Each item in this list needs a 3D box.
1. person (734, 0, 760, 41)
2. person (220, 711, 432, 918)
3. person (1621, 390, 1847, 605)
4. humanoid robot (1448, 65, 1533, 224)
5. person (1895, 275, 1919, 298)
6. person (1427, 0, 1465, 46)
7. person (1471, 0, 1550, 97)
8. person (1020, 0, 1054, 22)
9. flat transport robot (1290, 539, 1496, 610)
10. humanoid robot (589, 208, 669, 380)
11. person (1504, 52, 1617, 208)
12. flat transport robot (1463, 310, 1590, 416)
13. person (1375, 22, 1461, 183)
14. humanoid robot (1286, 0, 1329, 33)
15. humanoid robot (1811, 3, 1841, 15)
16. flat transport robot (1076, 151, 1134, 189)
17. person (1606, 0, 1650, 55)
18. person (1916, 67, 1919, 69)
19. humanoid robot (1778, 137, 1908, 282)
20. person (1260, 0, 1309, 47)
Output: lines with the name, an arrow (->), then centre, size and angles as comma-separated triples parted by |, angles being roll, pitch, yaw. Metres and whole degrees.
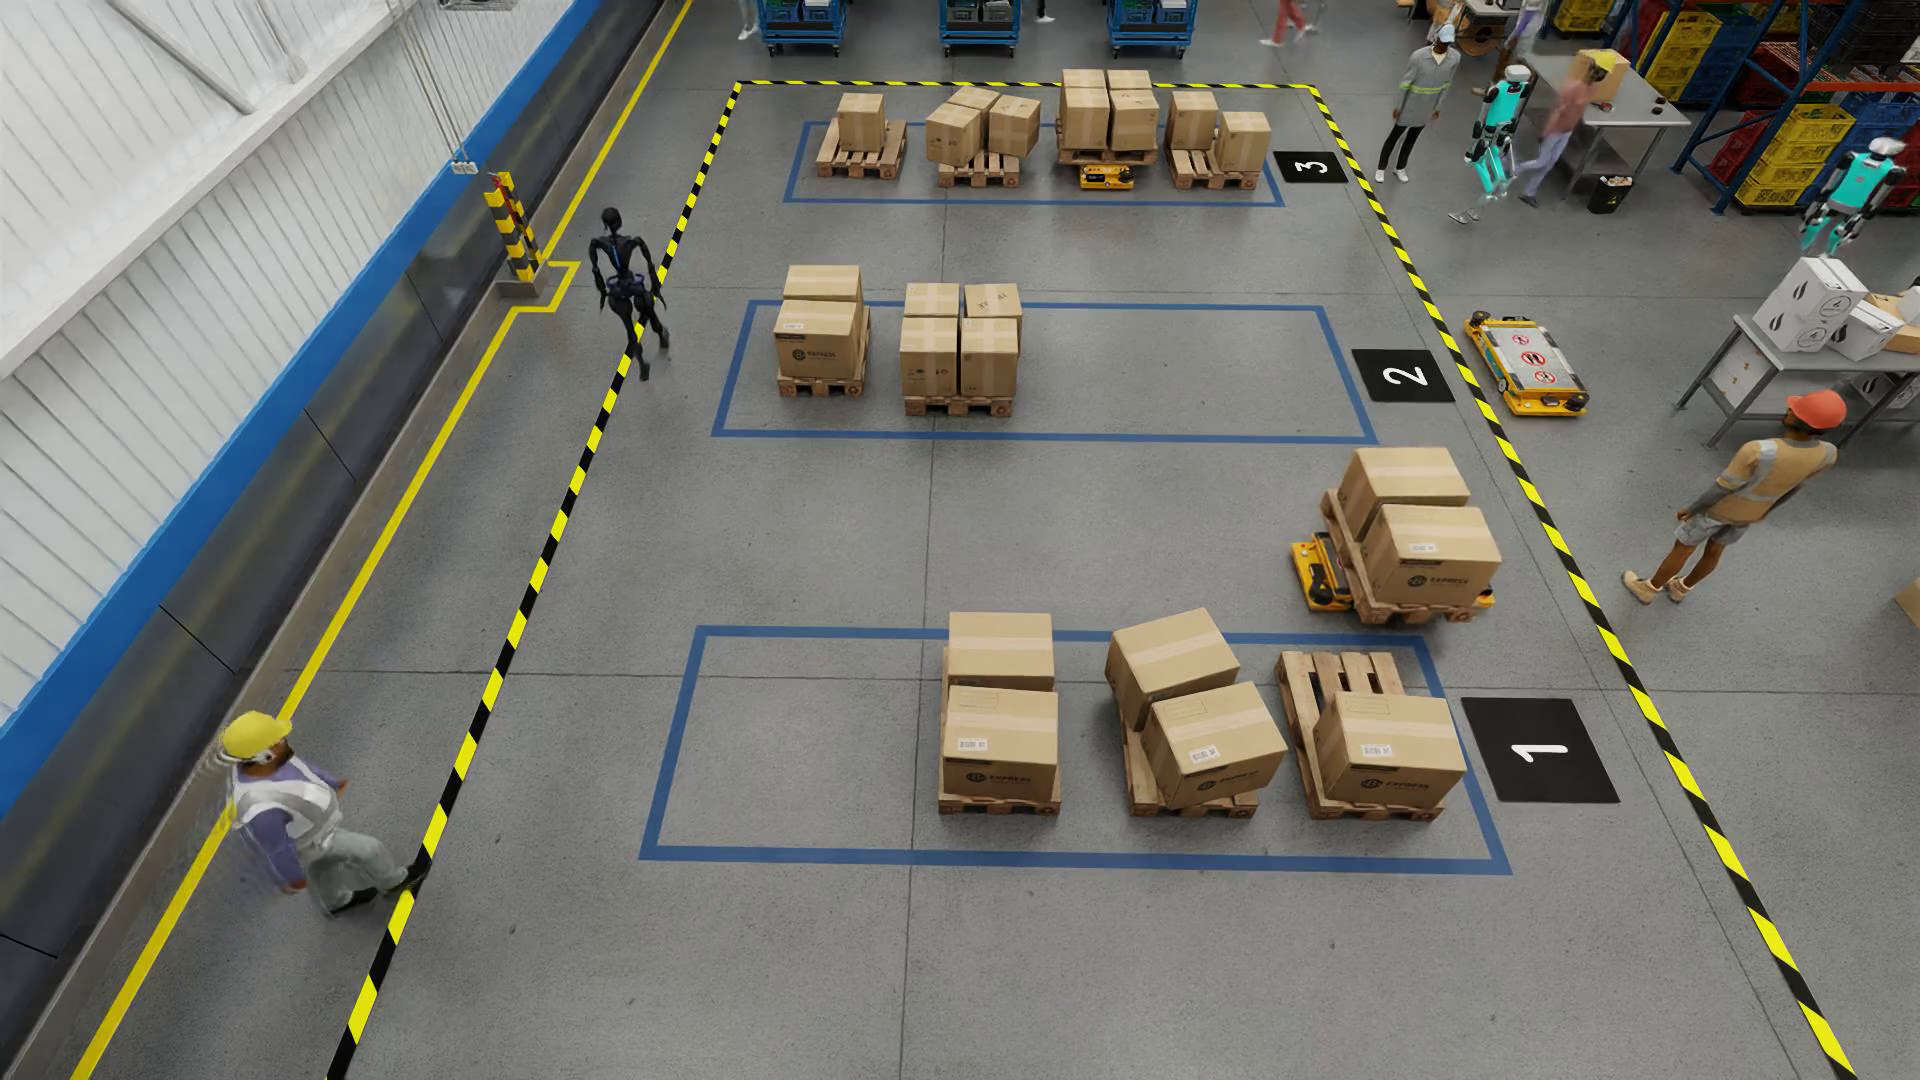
person -> -3.341, -8.673, 14.001 | 0.529, 1.829, 0.567 | -33, 57, -25
person -> -3.645, 1.592, 5.156 | 0.709, 1.775, 0.613 | -31, 56, -24
person -> 5.541, -0.255, 6.579 | 0.613, 2.047, 0.355 | 0, 49, 0
humanoid robot -> 5.999, -4.302, 10.197 | 0.533, 1.677, 0.735 | -11, 50, -10
person -> 10.354, -3.161, 9.238 | 0.332, 1.836, 0.504 | -23, 53, -19
person -> 6.669, -7.205, 12.667 | 0.353, 1.937, 0.543 | 2, 49, 2
person -> 7.715, -6.930, 12.399 | 0.743, 2.001, 0.624 | 21, 52, 17
person -> 1.212, -9.152, 14.415 | 0.612, 1.845, 0.531 | 1, 49, 1
flat transport robot -> 3.445, 0.237, 7.310 | 1.431, 0.197, 0.652 | 0, 49, 0
humanoid robot -> -3.135, -2.376, 8.679 | 0.615, 1.627, 0.728 | -7, 50, -6
person -> 6.981, -4.805, 10.721 | 0.572, 1.723, 0.473 | -18, 52, -15
flat transport robot -> 5.573, -1.757, 9.054 | 0.659, 0.231, 1.431 | 1, 49, 1
person -> 5.512, -5.215, 11.000 | 0.589, 1.852, 0.398 | 0, 49, 0
humanoid robot -> 5.549, -8.792, 14.164 | 0.544, 1.759, 0.802 | -12, 50, -10
humanoid robot -> 13.143, -8.097, 13.628 | 0.616, 1.627, 0.713 | 0, 49, 0
flat transport robot -> 1.845, -4.982, 11.827 | 0.652, 0.197, 1.431 | 1, 49, 1
person -> 9.505, -7.441, 13.032 | 0.874, 1.681, 0.474 | -3, 49, -2
person -> 14.687, -7.639, 13.111 | 0.388, 1.836, 0.563 | -15, 51, -13
humanoid robot -> 9.047, -3.274, 9.468 | 0.808, 1.883, 0.544 | -28, 55, -22
person -> 5.047, -8.389, 13.712 | 0.566, 1.903, 0.620 | 18, 51, 15
